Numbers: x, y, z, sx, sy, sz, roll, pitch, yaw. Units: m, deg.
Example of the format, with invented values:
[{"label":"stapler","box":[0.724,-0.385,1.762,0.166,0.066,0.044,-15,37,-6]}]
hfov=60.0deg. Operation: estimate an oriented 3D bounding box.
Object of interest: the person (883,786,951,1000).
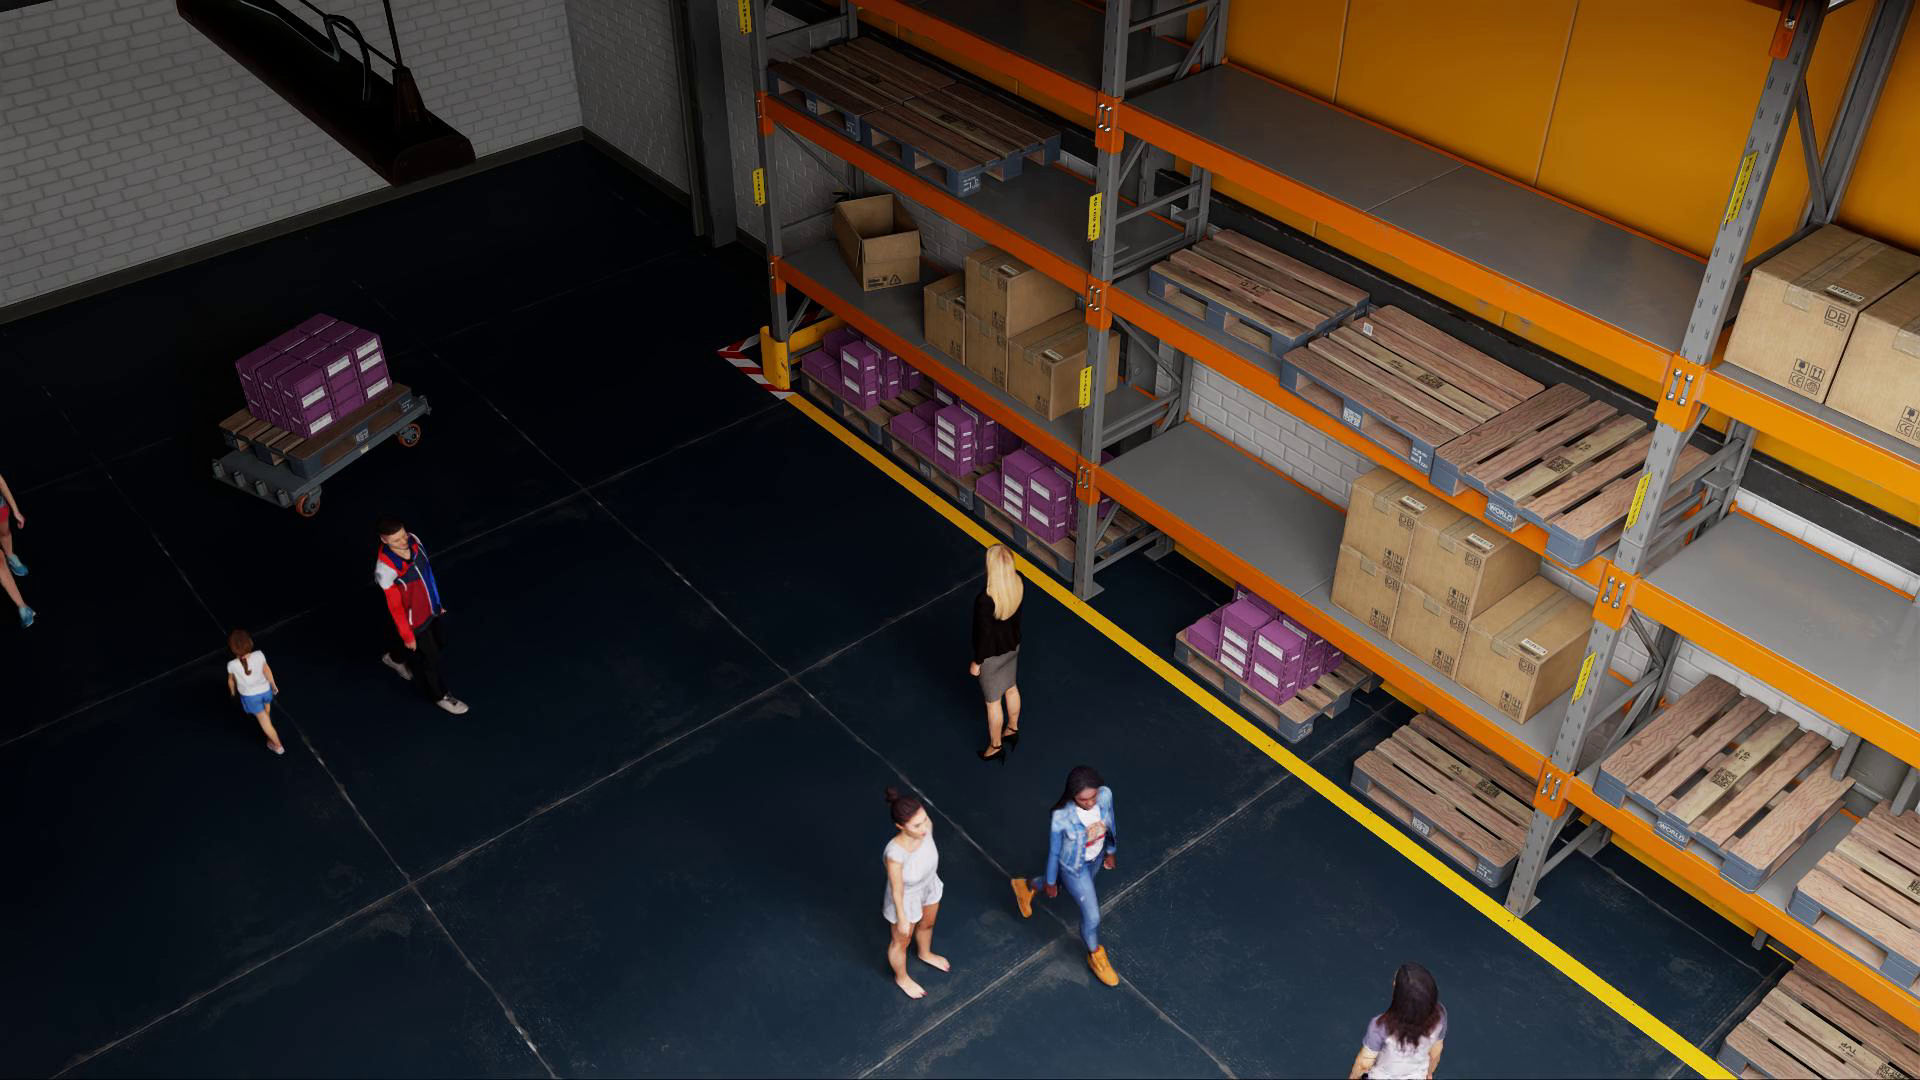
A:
[{"label":"person","box":[-0.295,2.033,9.635,0.628,1.613,0.640,21,43,25]}]

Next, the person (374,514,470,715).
[{"label":"person","box":[-3.826,0.500,11.453,1.032,1.740,0.928,7,39,9]}]

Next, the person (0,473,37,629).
[{"label":"person","box":[-7.300,-0.259,12.417,0.714,1.723,1.253,-22,44,-25]}]

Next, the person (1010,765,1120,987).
[{"label":"person","box":[0.629,1.868,9.791,0.620,1.676,1.088,-31,48,-33]}]

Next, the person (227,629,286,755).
[{"label":"person","box":[-4.795,1.058,11.353,0.434,0.992,0.713,-29,47,-32]}]

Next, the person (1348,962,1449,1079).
[{"label":"person","box":[2.267,2.827,8.552,0.691,1.725,0.694,-11,40,-13]}]

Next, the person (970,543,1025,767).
[{"label":"person","box":[0.256,0.759,11.047,0.605,1.843,0.656,26,45,29]}]
